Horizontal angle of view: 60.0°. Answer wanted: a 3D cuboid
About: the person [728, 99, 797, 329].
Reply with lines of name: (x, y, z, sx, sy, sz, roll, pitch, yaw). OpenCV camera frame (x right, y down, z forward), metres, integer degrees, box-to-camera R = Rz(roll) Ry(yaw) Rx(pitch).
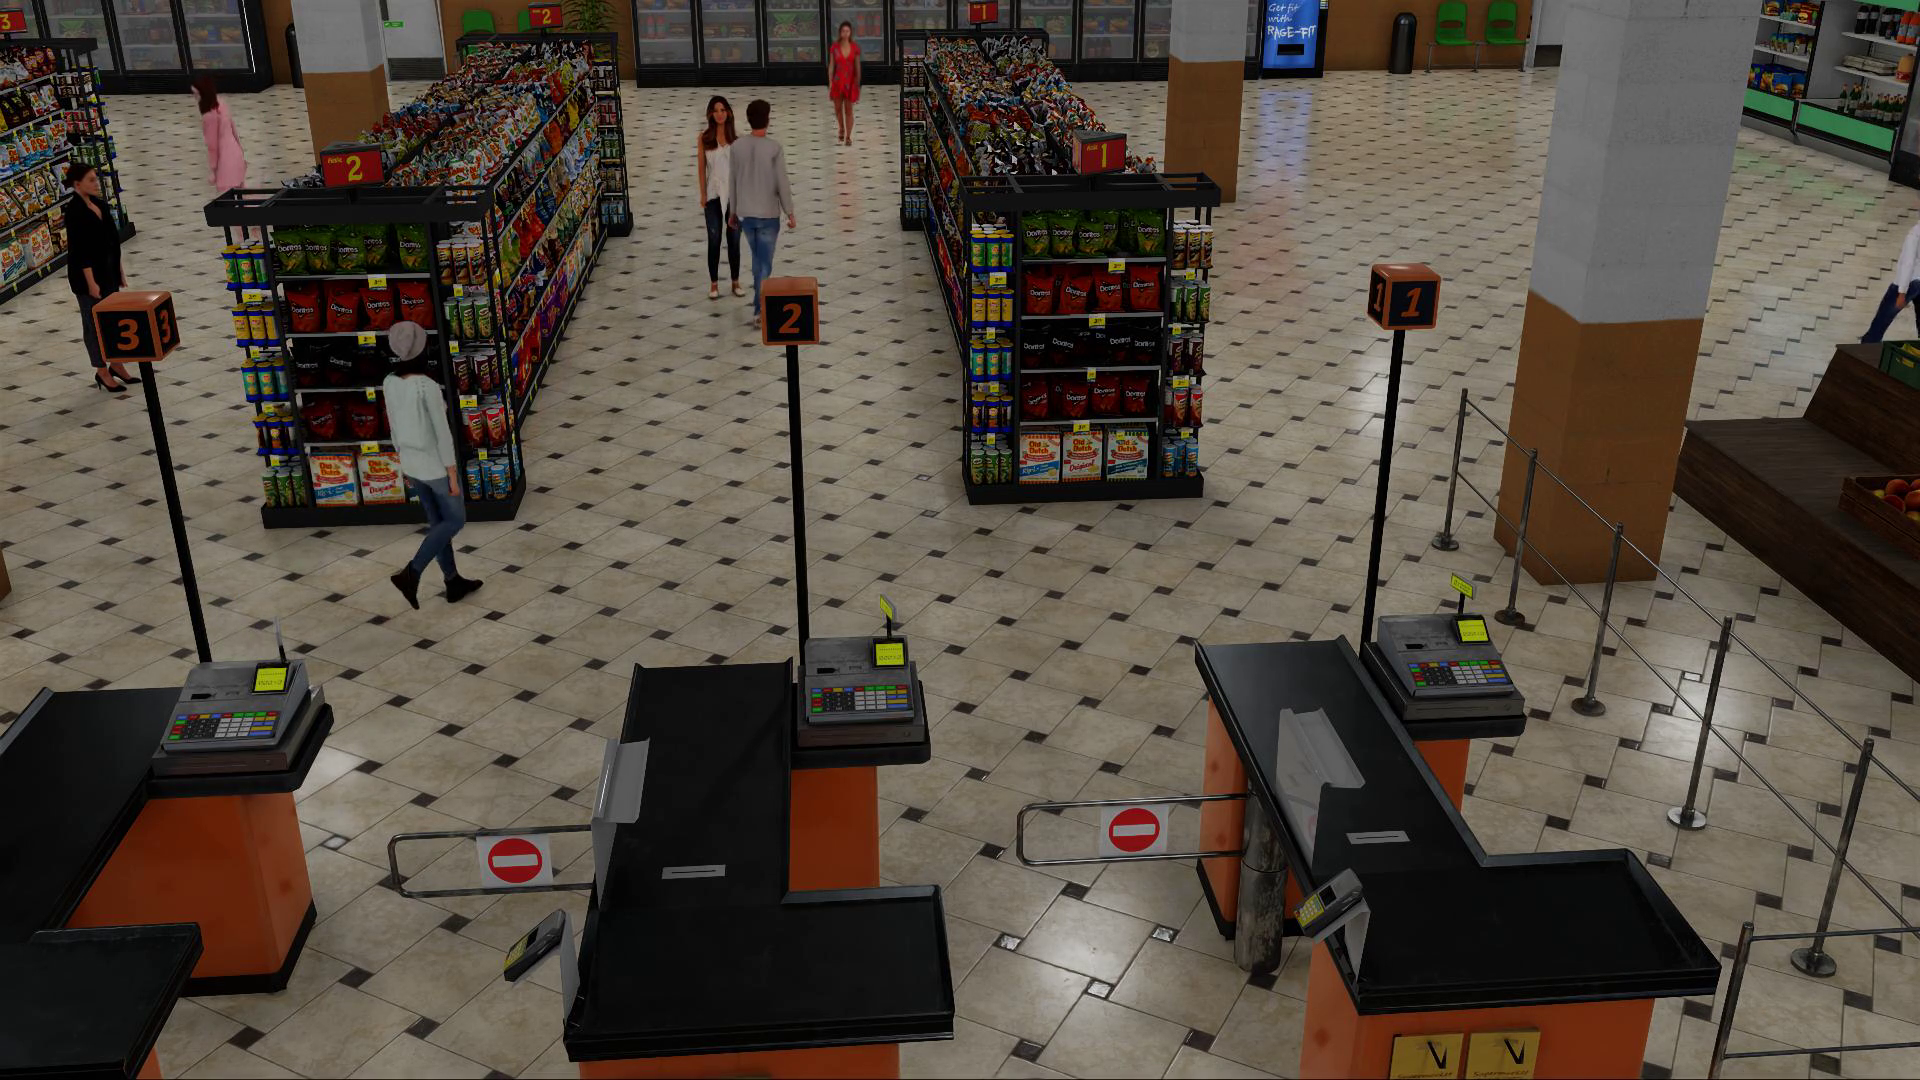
person: (-1.728, -2.709, 13.992, 0.866, 1.880, 0.927, 8, 25, 18)

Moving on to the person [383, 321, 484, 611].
person: (-2.906, -0.367, 8.945, 0.848, 1.636, 0.959, 13, 27, 27)

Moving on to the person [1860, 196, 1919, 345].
person: (7.224, -1.844, 12.477, 0.694, 1.510, 1.133, -7, 25, -15)

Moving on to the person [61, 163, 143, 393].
person: (-6.515, -1.977, 12.525, 0.725, 1.715, 0.553, 1, 24, 3)

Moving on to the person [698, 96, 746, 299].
person: (-2.133, -3.085, 14.971, 0.627, 1.784, 0.574, -6, 24, -13)

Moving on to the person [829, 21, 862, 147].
person: (-1.510, -6.015, 21.917, 0.573, 1.583, 0.634, -2, 24, -4)

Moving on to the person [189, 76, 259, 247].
person: (-7.149, -3.691, 16.369, 0.832, 1.773, 0.525, 5, 24, 12)
